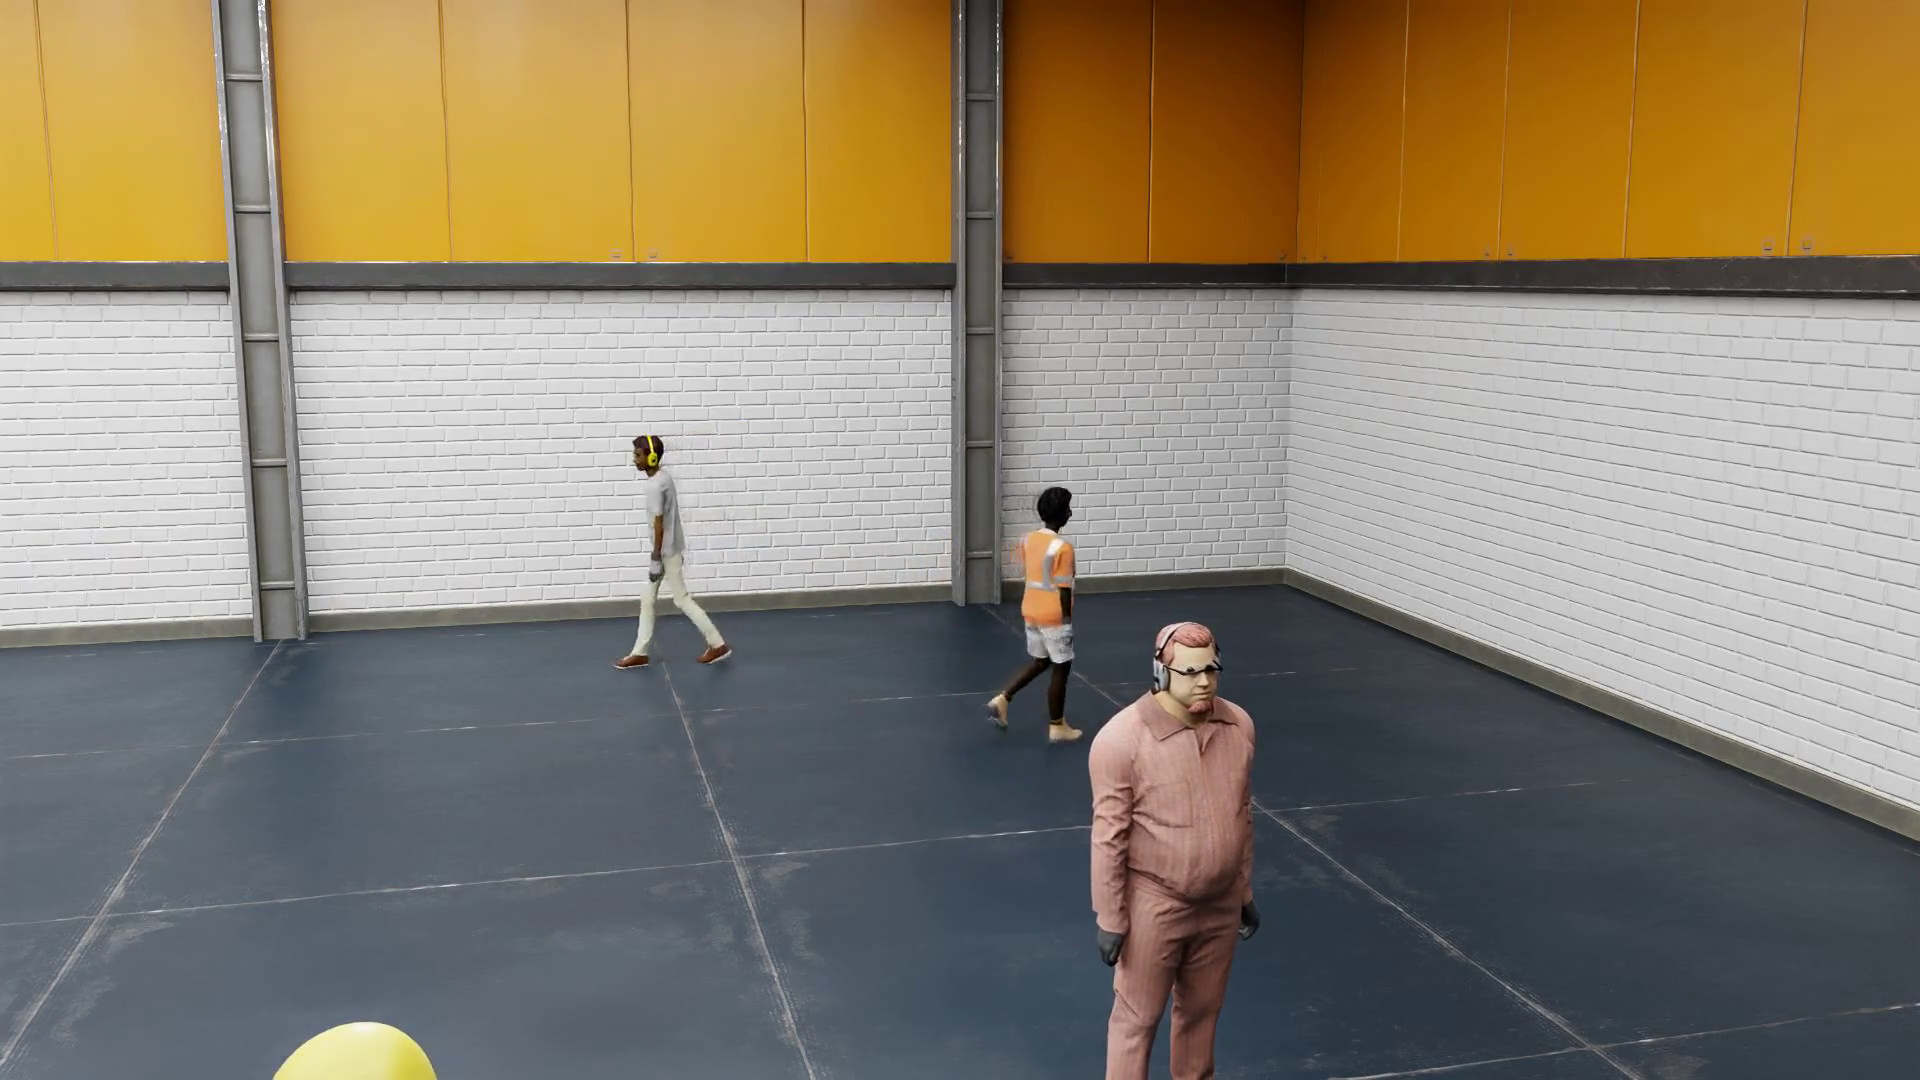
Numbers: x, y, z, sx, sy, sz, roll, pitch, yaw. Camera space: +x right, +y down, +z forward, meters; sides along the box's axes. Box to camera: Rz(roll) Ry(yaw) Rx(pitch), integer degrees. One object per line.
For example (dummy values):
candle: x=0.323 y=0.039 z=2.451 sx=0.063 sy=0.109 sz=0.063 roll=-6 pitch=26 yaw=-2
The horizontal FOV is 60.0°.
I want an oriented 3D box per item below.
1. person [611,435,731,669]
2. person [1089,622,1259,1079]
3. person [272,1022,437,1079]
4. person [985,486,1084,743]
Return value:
person: x=-2.221 y=0.088 z=12.804 sx=0.897 sy=1.826 sz=0.505 roll=-2 pitch=9 yaw=-15
person: x=0.738 y=1.207 z=5.529 sx=0.651 sy=1.906 sz=0.403 roll=-5 pitch=10 yaw=-29
person: x=-0.909 y=1.668 z=2.584 sx=0.366 sy=1.927 sz=0.585 roll=-4 pitch=10 yaw=-25
person: x=0.508 y=0.492 z=10.675 sx=0.558 sy=1.679 sz=0.539 roll=-5 pitch=10 yaw=-26
